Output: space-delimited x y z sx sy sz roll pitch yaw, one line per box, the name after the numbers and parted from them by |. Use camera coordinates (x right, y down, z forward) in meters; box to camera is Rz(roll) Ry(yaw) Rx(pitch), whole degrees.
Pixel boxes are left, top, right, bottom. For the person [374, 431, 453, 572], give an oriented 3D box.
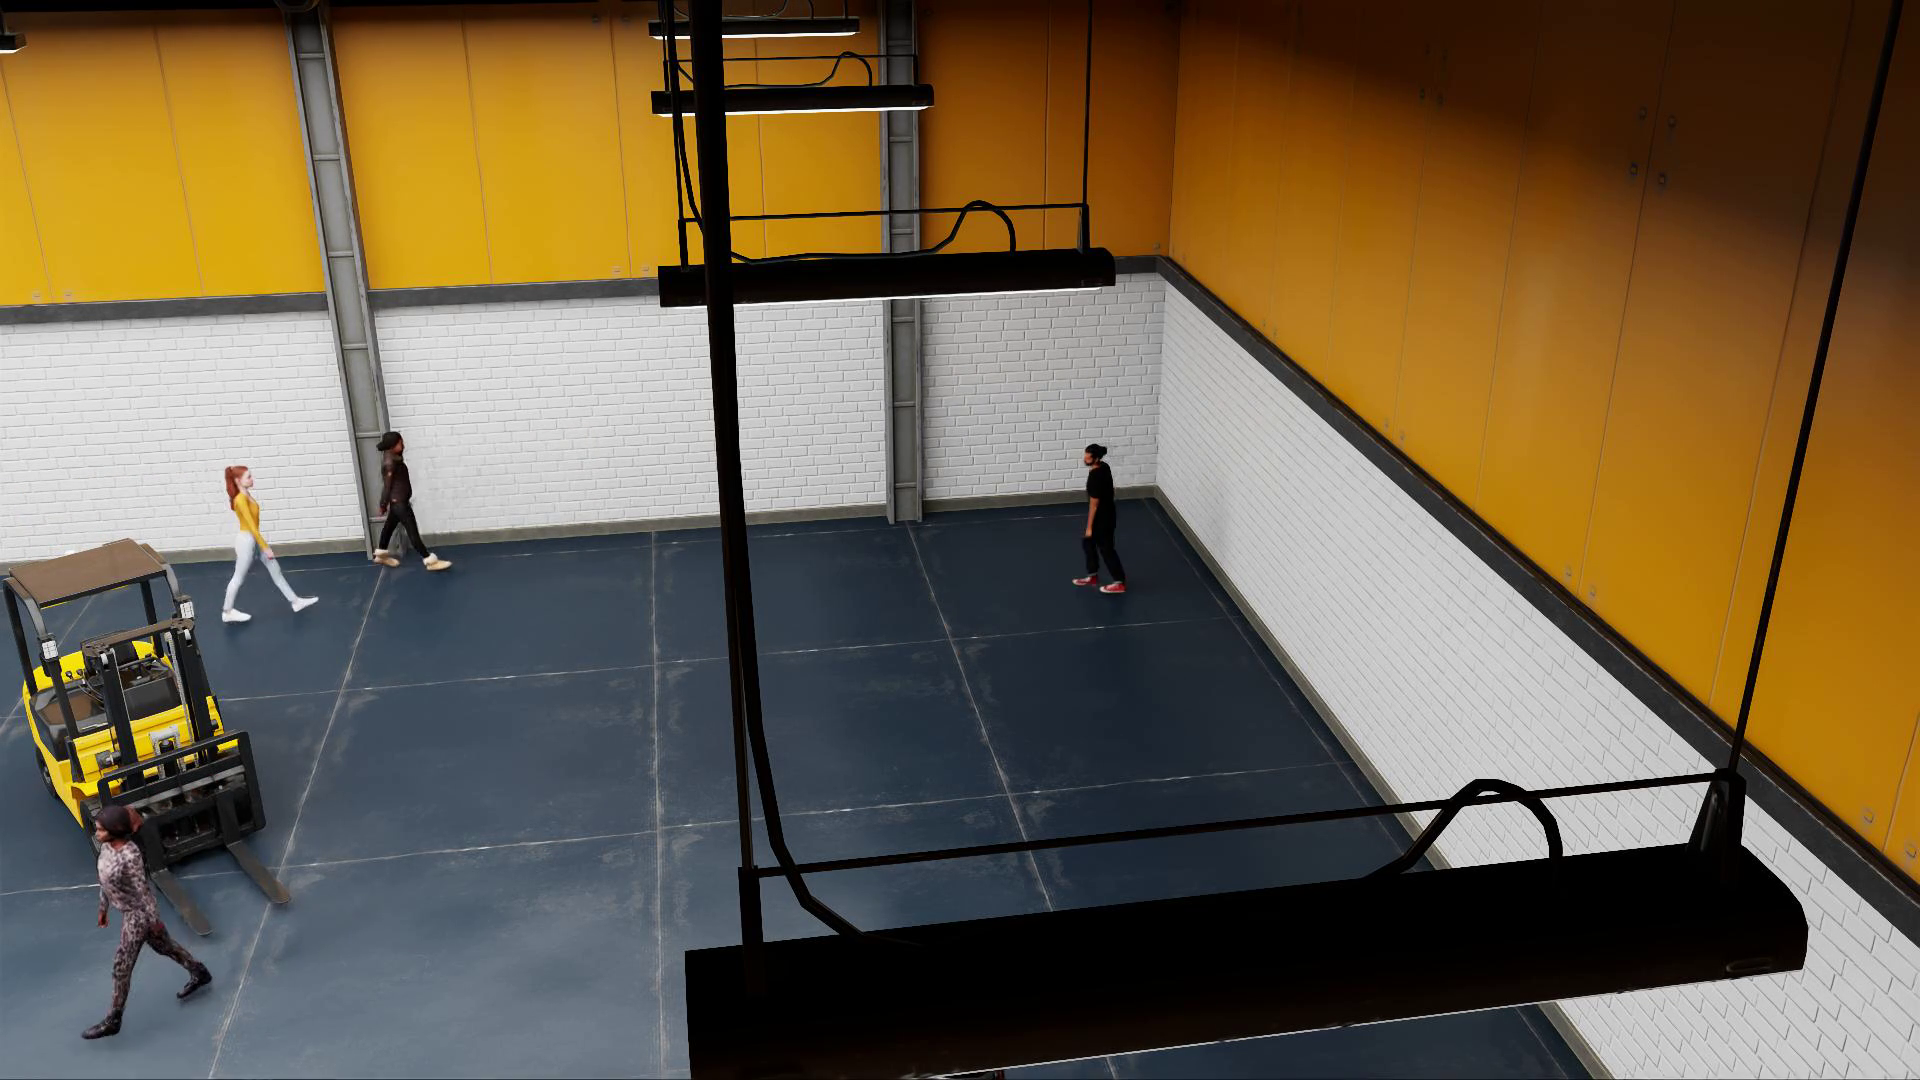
-6.053 -0.436 18.397 0.561 1.655 1.091 -4 24 -9 | person

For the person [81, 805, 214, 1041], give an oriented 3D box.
-5.617 2.565 11.524 1.042 1.661 1.201 21 31 39 | person

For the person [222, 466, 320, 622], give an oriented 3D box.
-7.404 0.095 17.134 1.217 1.694 0.691 -7 25 -16 | person

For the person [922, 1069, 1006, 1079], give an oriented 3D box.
0.024 3.161 9.960 0.463 1.821 0.721 -4 24 -9 | person

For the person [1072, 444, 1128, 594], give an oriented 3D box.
1.597 -0.221 17.823 0.898 1.721 0.753 5 24 11 | person
